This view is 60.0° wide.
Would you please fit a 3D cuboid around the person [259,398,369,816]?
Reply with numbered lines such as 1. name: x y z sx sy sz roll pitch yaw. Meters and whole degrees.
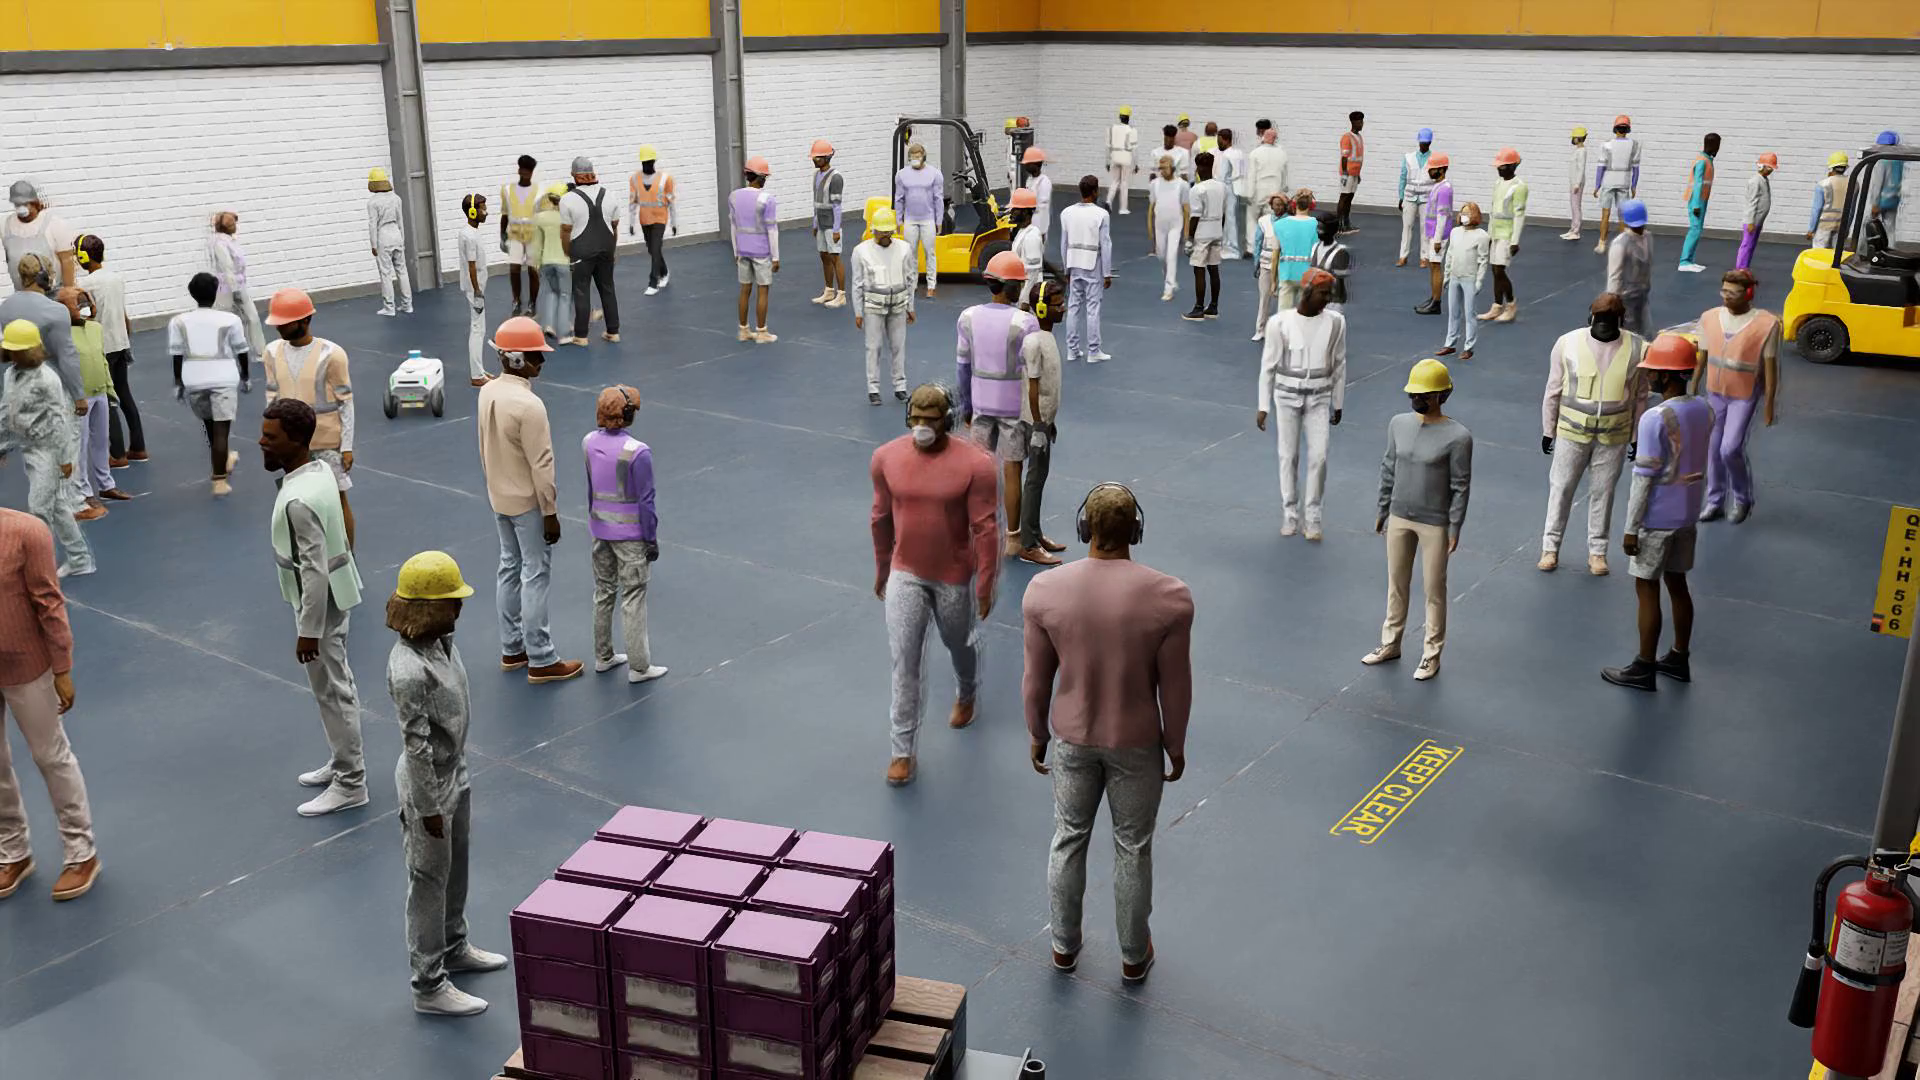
1. person: -2.905 0.296 7.525 0.390 1.921 0.591 -6 19 -17

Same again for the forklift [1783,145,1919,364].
1. forklift: 9.803 -2.879 17.013 2.313 2.155 1.214 12 21 33

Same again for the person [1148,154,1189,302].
1. person: 2.651 -3.962 21.031 0.528 1.819 0.769 7 19 20

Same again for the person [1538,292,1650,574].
1. person: 4.071 -0.680 10.708 0.634 1.839 0.429 5 18 15

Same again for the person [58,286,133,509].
1. person: -6.381 -1.043 12.177 0.278 1.634 0.499 5 18 14

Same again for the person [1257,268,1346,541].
1. person: 2.342 -0.898 11.369 0.624 1.863 0.632 1 18 4

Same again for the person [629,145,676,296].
1. person: -3.960 -4.167 21.541 0.602 1.892 0.948 4 18 13

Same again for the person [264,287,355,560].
1. person: -4.042 -0.617 10.367 0.547 1.930 0.384 3 18 8

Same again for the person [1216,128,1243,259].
1. person: 3.807 -5.055 24.327 0.721 1.884 0.585 5 18 14

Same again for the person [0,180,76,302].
1. person: -8.981 -2.574 16.307 0.690 2.000 1.069 -1 18 -4

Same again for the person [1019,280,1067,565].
1. person: 0.556 -0.775 10.963 0.328 1.869 0.520 3 18 10

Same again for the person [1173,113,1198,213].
1. person: 3.978 -6.730 29.769 0.532 1.758 0.345 -3 18 -10

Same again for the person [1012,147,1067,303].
1. person: 0.977 -3.888 20.604 0.650 1.923 0.563 -8 19 -24

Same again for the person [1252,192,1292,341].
1. person: 3.469 -2.979 18.225 0.523 1.638 0.311 7 19 22

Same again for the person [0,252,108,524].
1. person: -6.422 -1.056 11.744 0.635 1.930 0.380 8 19 24

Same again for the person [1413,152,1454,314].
1. person: 5.678 -3.665 19.914 0.390 1.924 0.553 3 18 8

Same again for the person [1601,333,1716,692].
1. person: 3.746 -0.146 8.917 0.560 1.924 0.424 -11 21 -31

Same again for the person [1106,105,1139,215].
1. person: 2.876 -6.739 29.541 0.599 1.912 0.445 13 22 35

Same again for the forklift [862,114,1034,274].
1. forklift: -0.171 -4.594 22.377 2.313 2.155 1.214 1 18 3

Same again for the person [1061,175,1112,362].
1. person: 1.303 -2.801 17.217 0.591 1.920 0.392 13 22 34

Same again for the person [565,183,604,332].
1. person: -4.335 -3.230 18.972 0.554 1.647 0.863 13 22 34

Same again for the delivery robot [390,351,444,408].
1. delivery robot: -4.939 -1.479 15.132 0.477 0.478 0.707 -2 18 -5

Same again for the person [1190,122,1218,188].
1. person: 4.065 -5.862 27.000 0.652 1.788 0.969 4 18 12

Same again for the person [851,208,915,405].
1. person: -0.702 -2.150 15.349 0.605 1.817 0.403 -7 19 -20

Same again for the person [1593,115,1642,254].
1. person: 9.802 -5.312 24.873 0.614 2.038 0.395 3 18 8

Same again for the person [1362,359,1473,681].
1. person: 2.496 -0.114 9.057 0.311 1.768 0.533 -16 24 -41

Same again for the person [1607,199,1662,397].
1. person: 6.320 -2.206 15.420 0.683 1.883 0.672 17 24 42

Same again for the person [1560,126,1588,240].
1. person: 9.757 -5.658 26.398 0.327 1.767 0.533 4 18 12

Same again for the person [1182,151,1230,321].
1. person: 2.869 -3.555 19.510 0.603 1.959 0.375 -15 23 -38

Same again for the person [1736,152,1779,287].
1. person: 10.533 -4.231 21.969 0.347 1.742 0.565 14 22 36

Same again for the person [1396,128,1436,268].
1. person: 6.504 -4.839 23.540 0.605 1.949 0.383 8 19 23

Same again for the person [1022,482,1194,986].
1. person: 0.537 0.730 6.155 0.625 1.933 0.375 5 18 14
